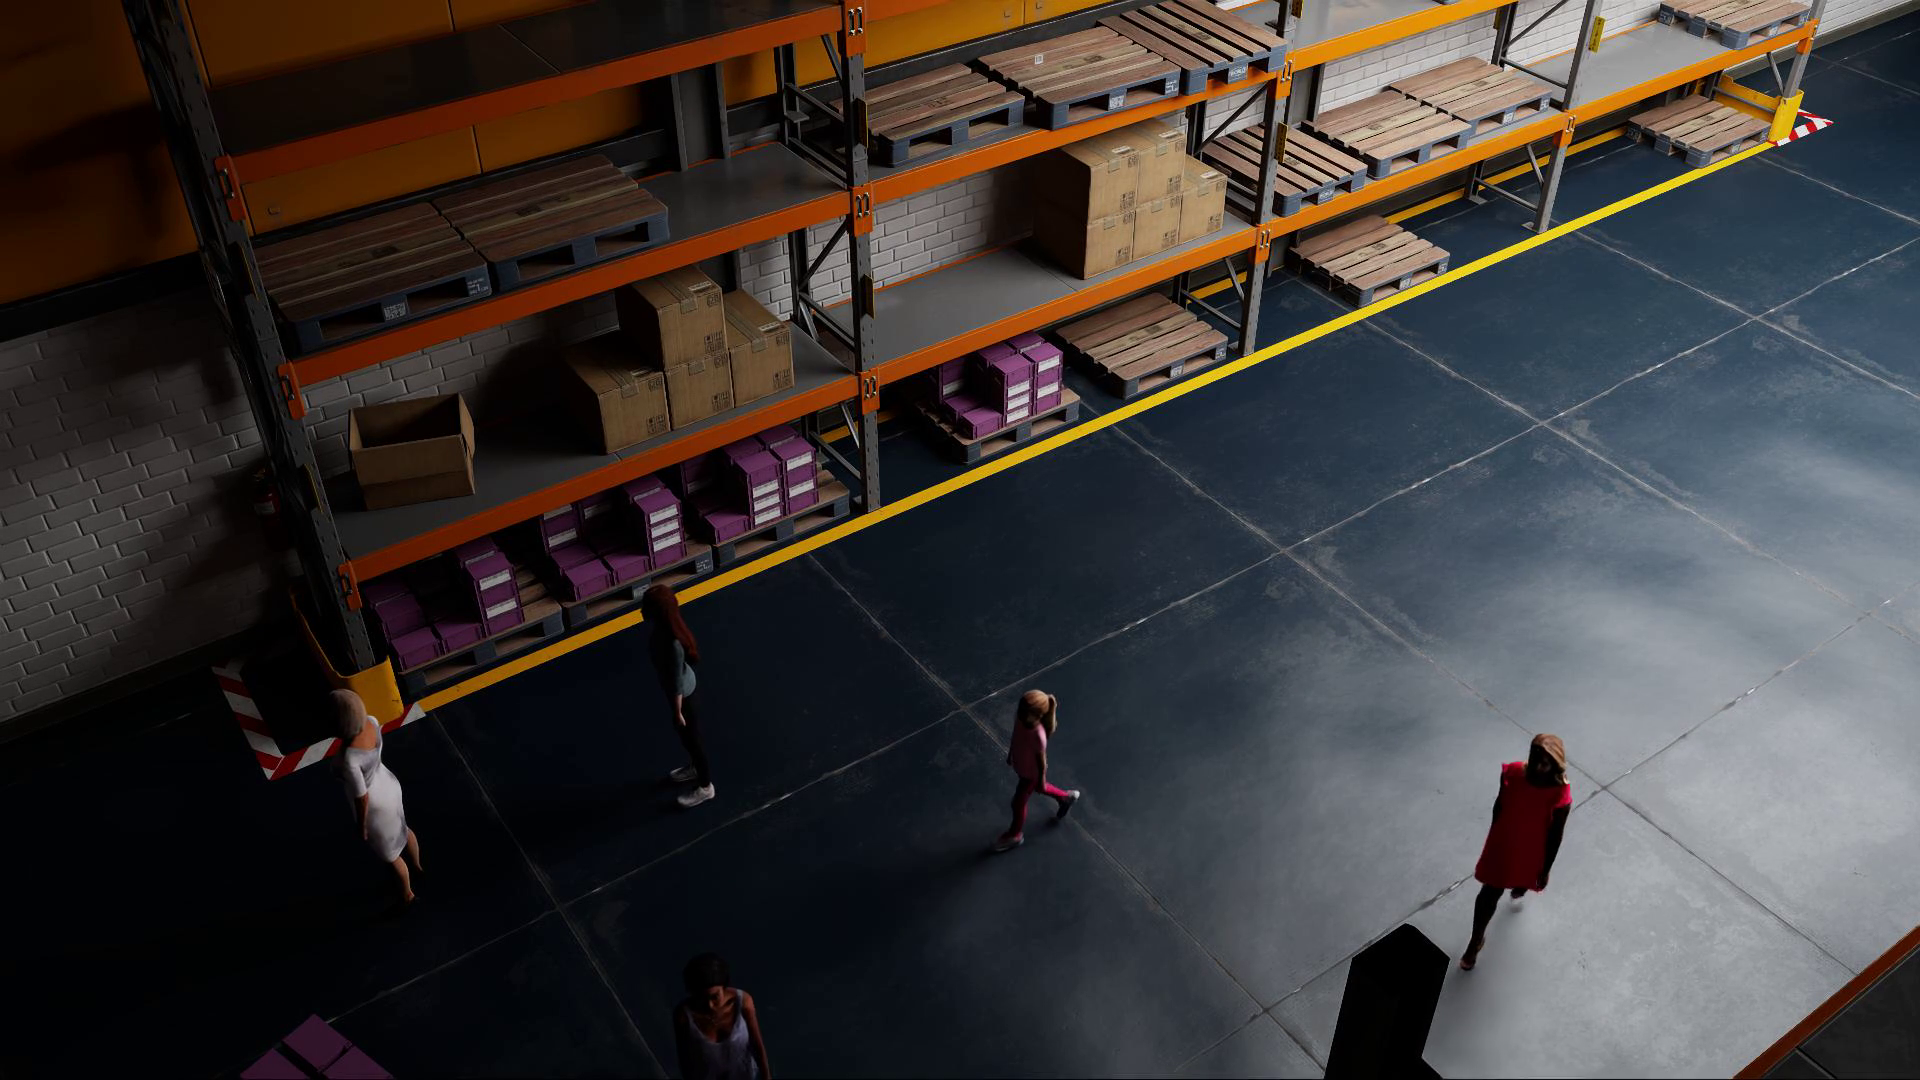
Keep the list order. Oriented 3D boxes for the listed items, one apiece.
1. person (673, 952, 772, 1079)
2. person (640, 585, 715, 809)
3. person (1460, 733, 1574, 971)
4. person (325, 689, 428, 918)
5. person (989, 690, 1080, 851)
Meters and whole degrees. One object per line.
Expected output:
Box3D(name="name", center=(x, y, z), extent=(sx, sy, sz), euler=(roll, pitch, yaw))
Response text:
Box3D(name="person", center=(-1.191, 2.576, 8.306), extent=(0.882, 1.676, 0.791), euler=(-12, 40, -15))
Box3D(name="person", center=(-1.732, 0.949, 10.292), extent=(0.623, 1.739, 0.631), euler=(-10, 40, -13))
Box3D(name="person", center=(3.211, 1.686, 9.406), extent=(0.809, 1.693, 1.087), euler=(24, 44, 27))
Box3D(name="person", center=(-3.361, 1.504, 9.587), extent=(0.682, 1.751, 0.647), euler=(1, 39, 1))
Box3D(name="person", center=(0.471, 1.362, 10.161), extent=(0.897, 1.256, 0.627), euler=(-13, 40, -16))
